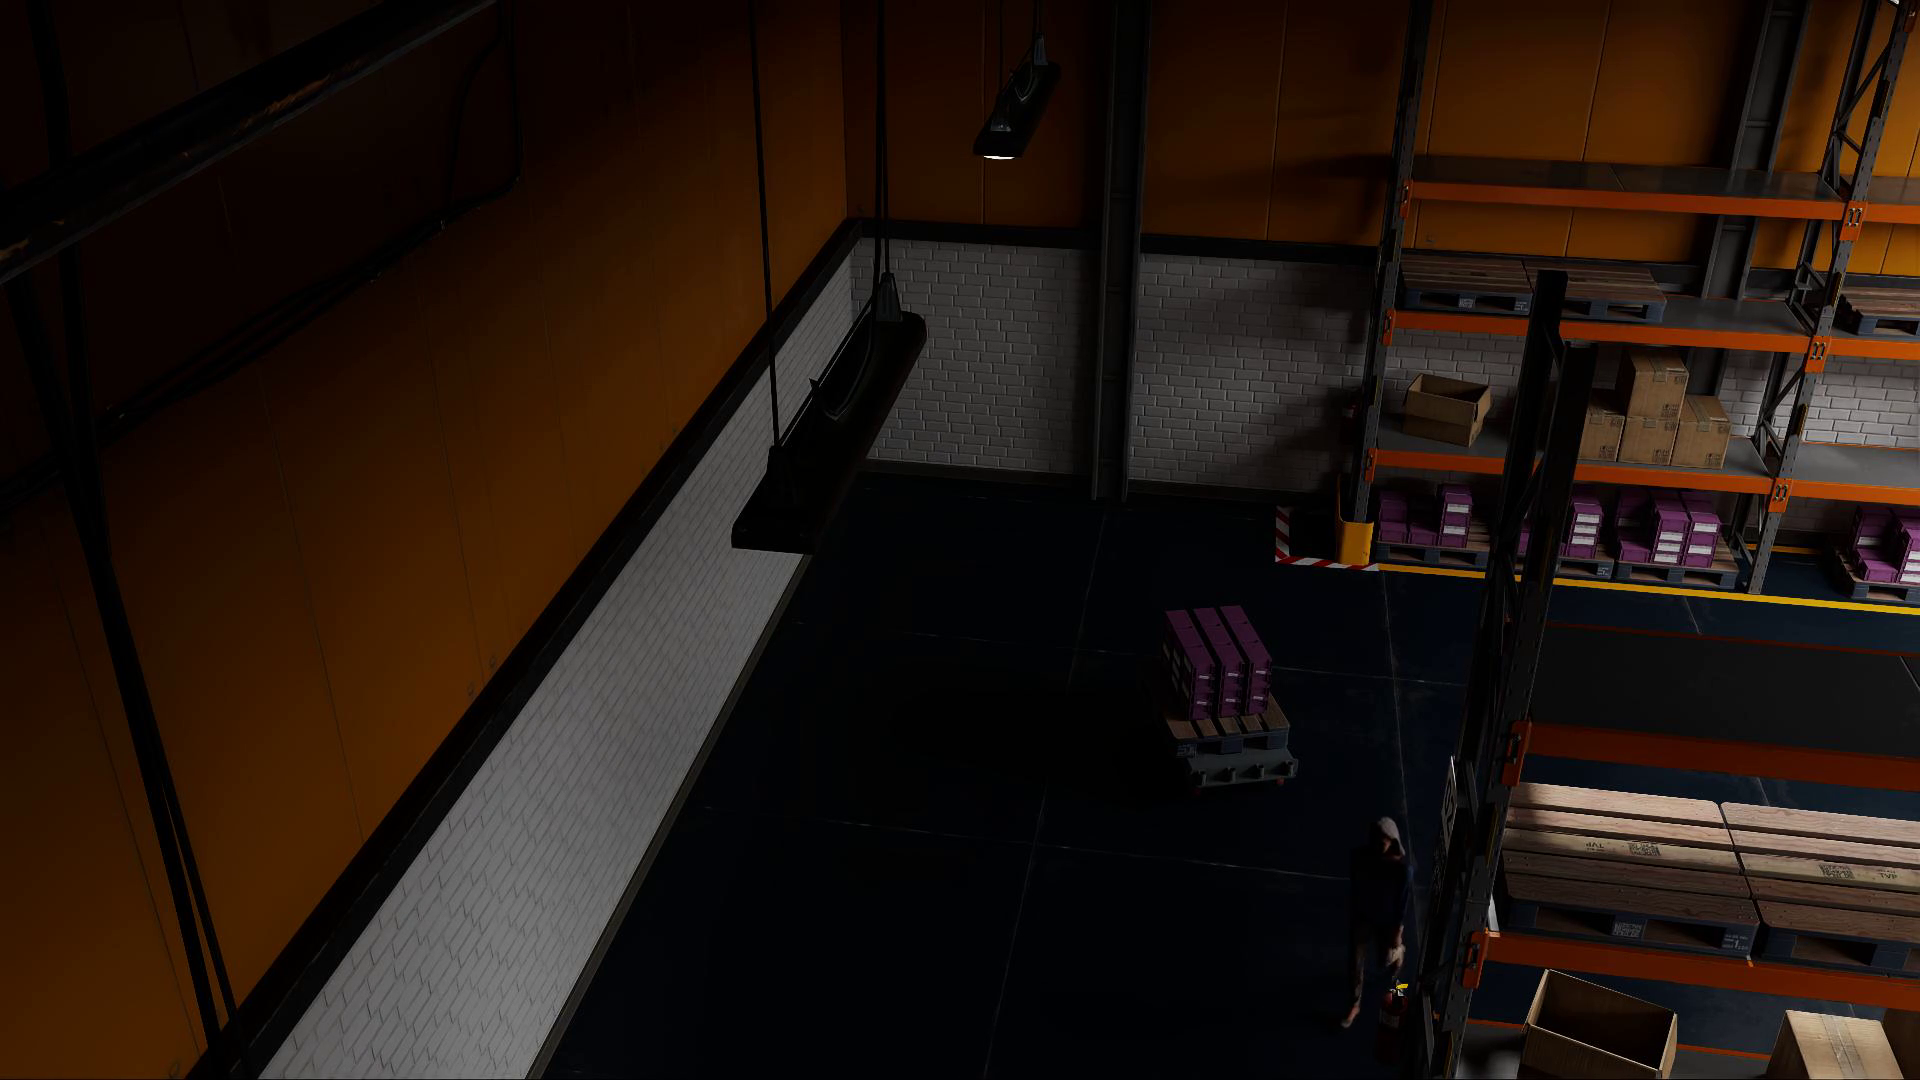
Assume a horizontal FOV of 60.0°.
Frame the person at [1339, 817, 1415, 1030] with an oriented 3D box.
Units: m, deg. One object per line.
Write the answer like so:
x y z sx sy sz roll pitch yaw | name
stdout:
2.925 2.581 11.527 1.046 1.674 0.953 19 34 31 | person
